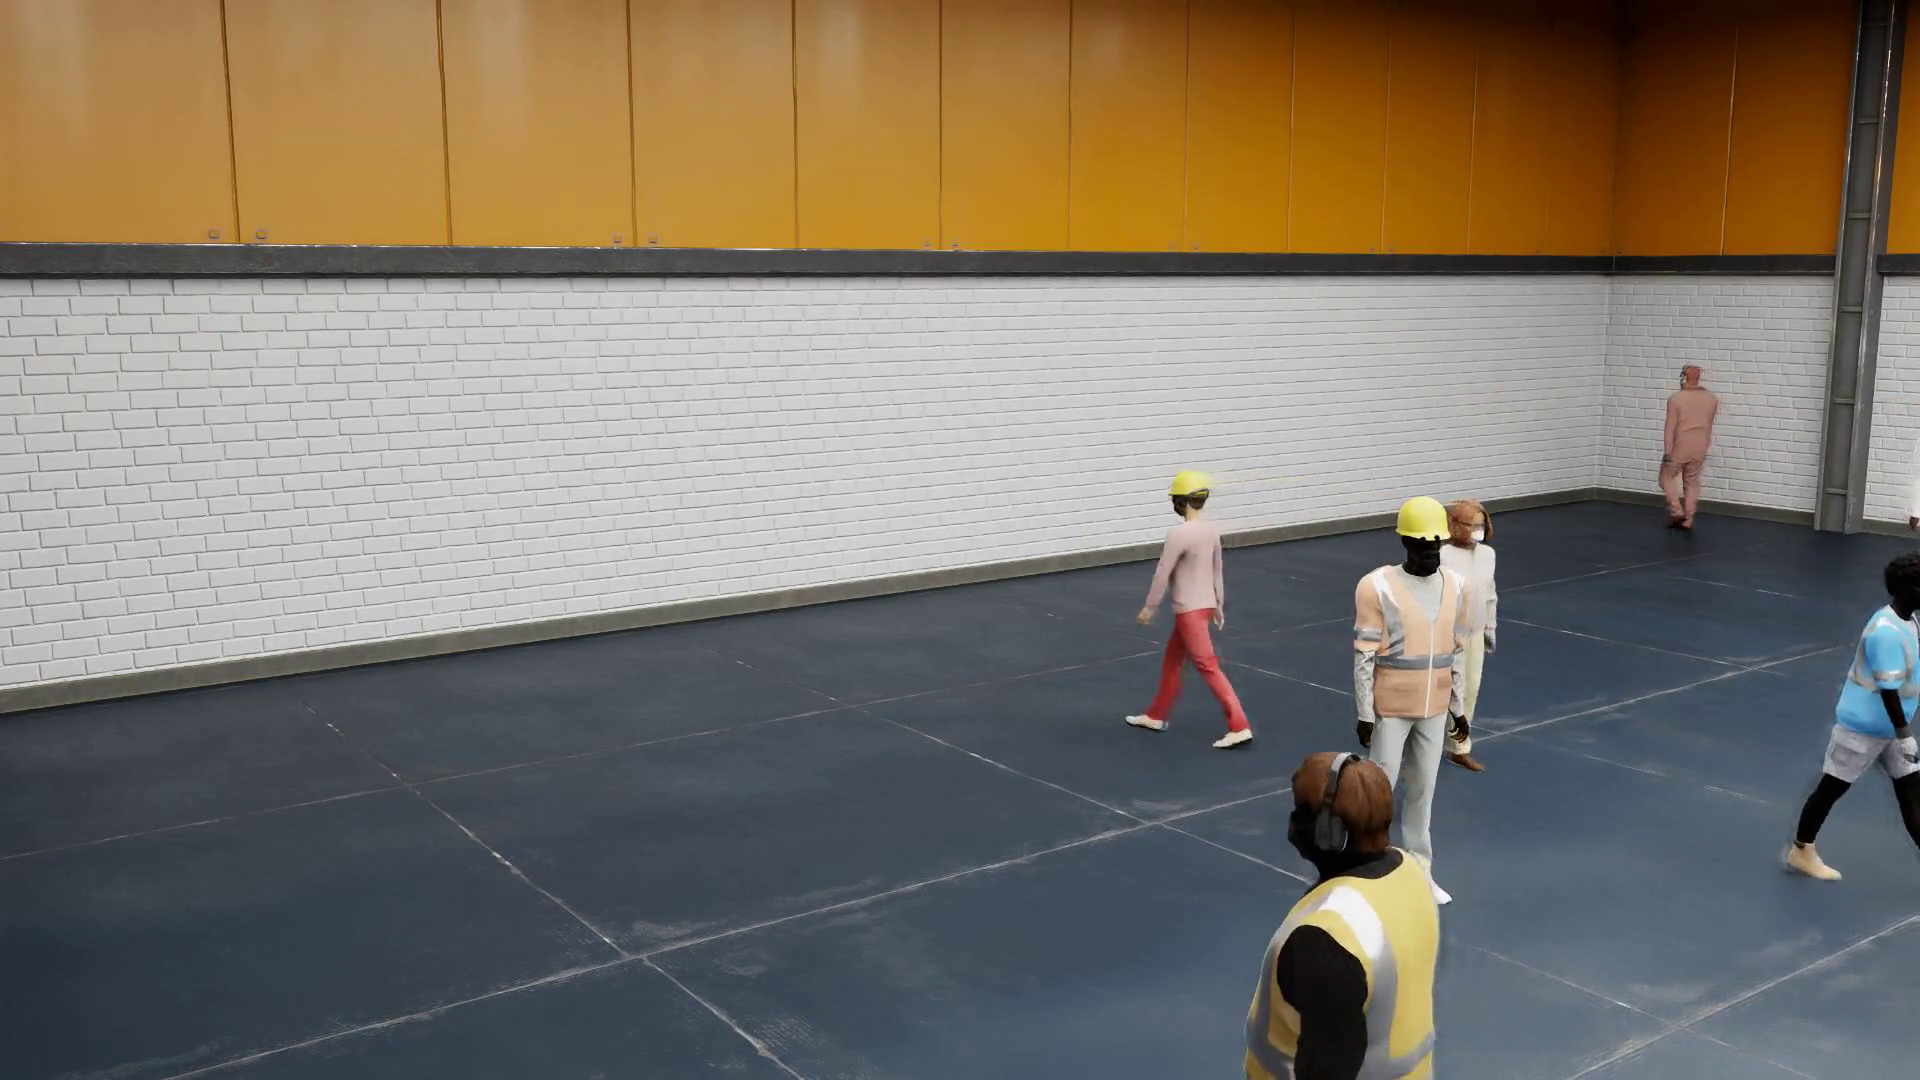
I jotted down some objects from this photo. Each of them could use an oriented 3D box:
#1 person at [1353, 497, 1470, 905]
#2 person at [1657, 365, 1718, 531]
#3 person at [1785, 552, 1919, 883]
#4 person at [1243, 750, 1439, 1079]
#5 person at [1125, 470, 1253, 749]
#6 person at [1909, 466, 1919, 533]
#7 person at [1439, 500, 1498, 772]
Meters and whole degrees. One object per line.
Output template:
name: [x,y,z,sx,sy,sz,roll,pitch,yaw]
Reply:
person: [2.094,0.752,7.690,0.585,1.928,0.369,-3,10,-18]
person: [8.214,-1.035,18.827,0.653,1.893,0.430,-2,9,-12]
person: [4.375,0.871,7.790,0.548,1.645,0.918,-9,13,-44]
person: [0.895,1.396,4.024,0.452,1.825,0.638,7,11,36]
person: [1.466,0.424,10.381,0.937,1.713,0.530,6,11,33]
person: [8.420,-0.232,14.037,0.602,1.832,0.964,-3,10,-16]
person: [2.946,0.560,9.837,0.498,1.619,0.401,-5,11,-30]
